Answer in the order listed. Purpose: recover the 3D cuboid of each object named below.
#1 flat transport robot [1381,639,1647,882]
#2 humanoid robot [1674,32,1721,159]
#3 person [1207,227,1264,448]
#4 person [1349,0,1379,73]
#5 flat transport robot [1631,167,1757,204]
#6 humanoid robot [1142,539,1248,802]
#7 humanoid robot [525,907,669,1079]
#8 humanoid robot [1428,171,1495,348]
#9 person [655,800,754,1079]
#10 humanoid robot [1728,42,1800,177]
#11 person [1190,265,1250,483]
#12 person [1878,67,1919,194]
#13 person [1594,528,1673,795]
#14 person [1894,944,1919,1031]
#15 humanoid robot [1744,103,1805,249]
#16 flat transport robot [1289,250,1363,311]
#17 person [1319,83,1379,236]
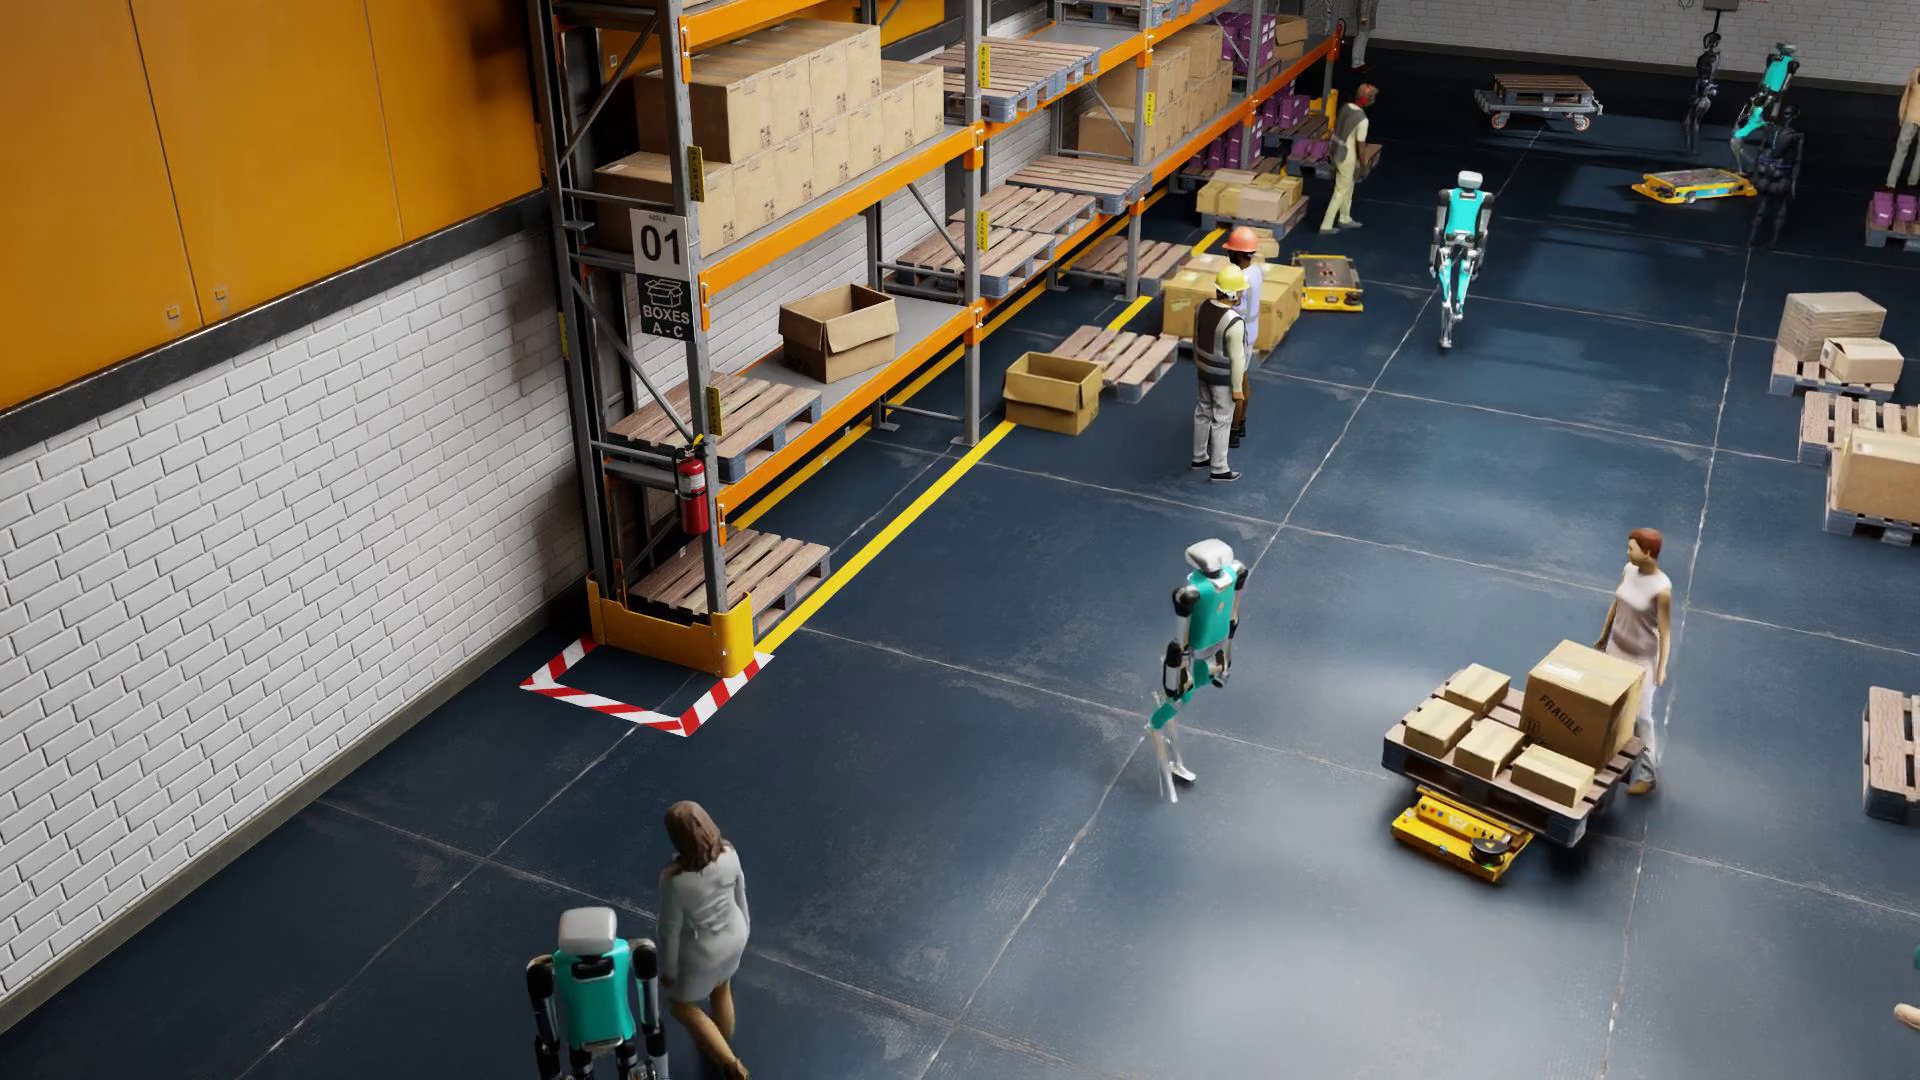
[{"bbox_3d":[3.225,1.500,9.947,0.659,0.231,1.431,23,36,36],"label":"flat transport robot"},{"bbox_3d":[9.922,-5.942,22.261,0.311,1.654,0.609,5,29,9],"label":"humanoid robot"},{"bbox_3d":[2.344,-1.719,14.160,0.354,1.938,0.541,12,31,22],"label":"person"},{"bbox_3d":[6.576,-8.488,26.839,0.371,1.825,0.512,16,32,27],"label":"person"},{"bbox_3d":[9.319,-4.480,21.035,1.431,0.231,0.659,-8,29,-14],"label":"flat transport robot"},{"bbox_3d":[1.268,0.740,9.839,0.546,1.816,0.739,-21,35,-34],"label":"humanoid robot"},{"bbox_3d":[-1.413,2.387,6.779,0.530,1.741,1.018,-8,29,-14],"label":"humanoid robot"},{"bbox_3d":[4.821,-2.652,16.089,0.545,1.742,0.982,4,29,7],"label":"humanoid robot"},{"bbox_3d":[-1.156,1.914,7.716,0.499,1.644,0.508,24,37,37],"label":"person"},{"bbox_3d":[10.157,-5.485,21.354,0.842,1.744,0.530,-6,29,-10],"label":"humanoid robot"},{"bbox_3d":[2.137,-1.362,13.607,0.404,1.830,0.598,-14,31,-24],"label":"person"},{"bbox_3d":[12.053,-5.274,20.867,0.572,1.839,0.703,21,35,34],"label":"person"},{"bbox_3d":[4.065,0.703,9.976,0.343,1.632,0.627,-10,30,-17],"label":"person"},{"bbox_3d":[4.869,1.749,7.819,0.625,1.852,0.527,-20,34,-33],"label":"person"},{"bbox_3d":[9.275,-4.140,18.920,0.367,1.656,0.612,-15,32,-25],"label":"humanoid robot"},{"bbox_3d":[3.933,-2.791,17.904,0.659,0.231,1.431,3,28,5],"label":"flat transport robot"},{"bbox_3d":[4.564,-4.401,19.270,0.711,1.800,0.669,-7,29,-13],"label":"person"}]
